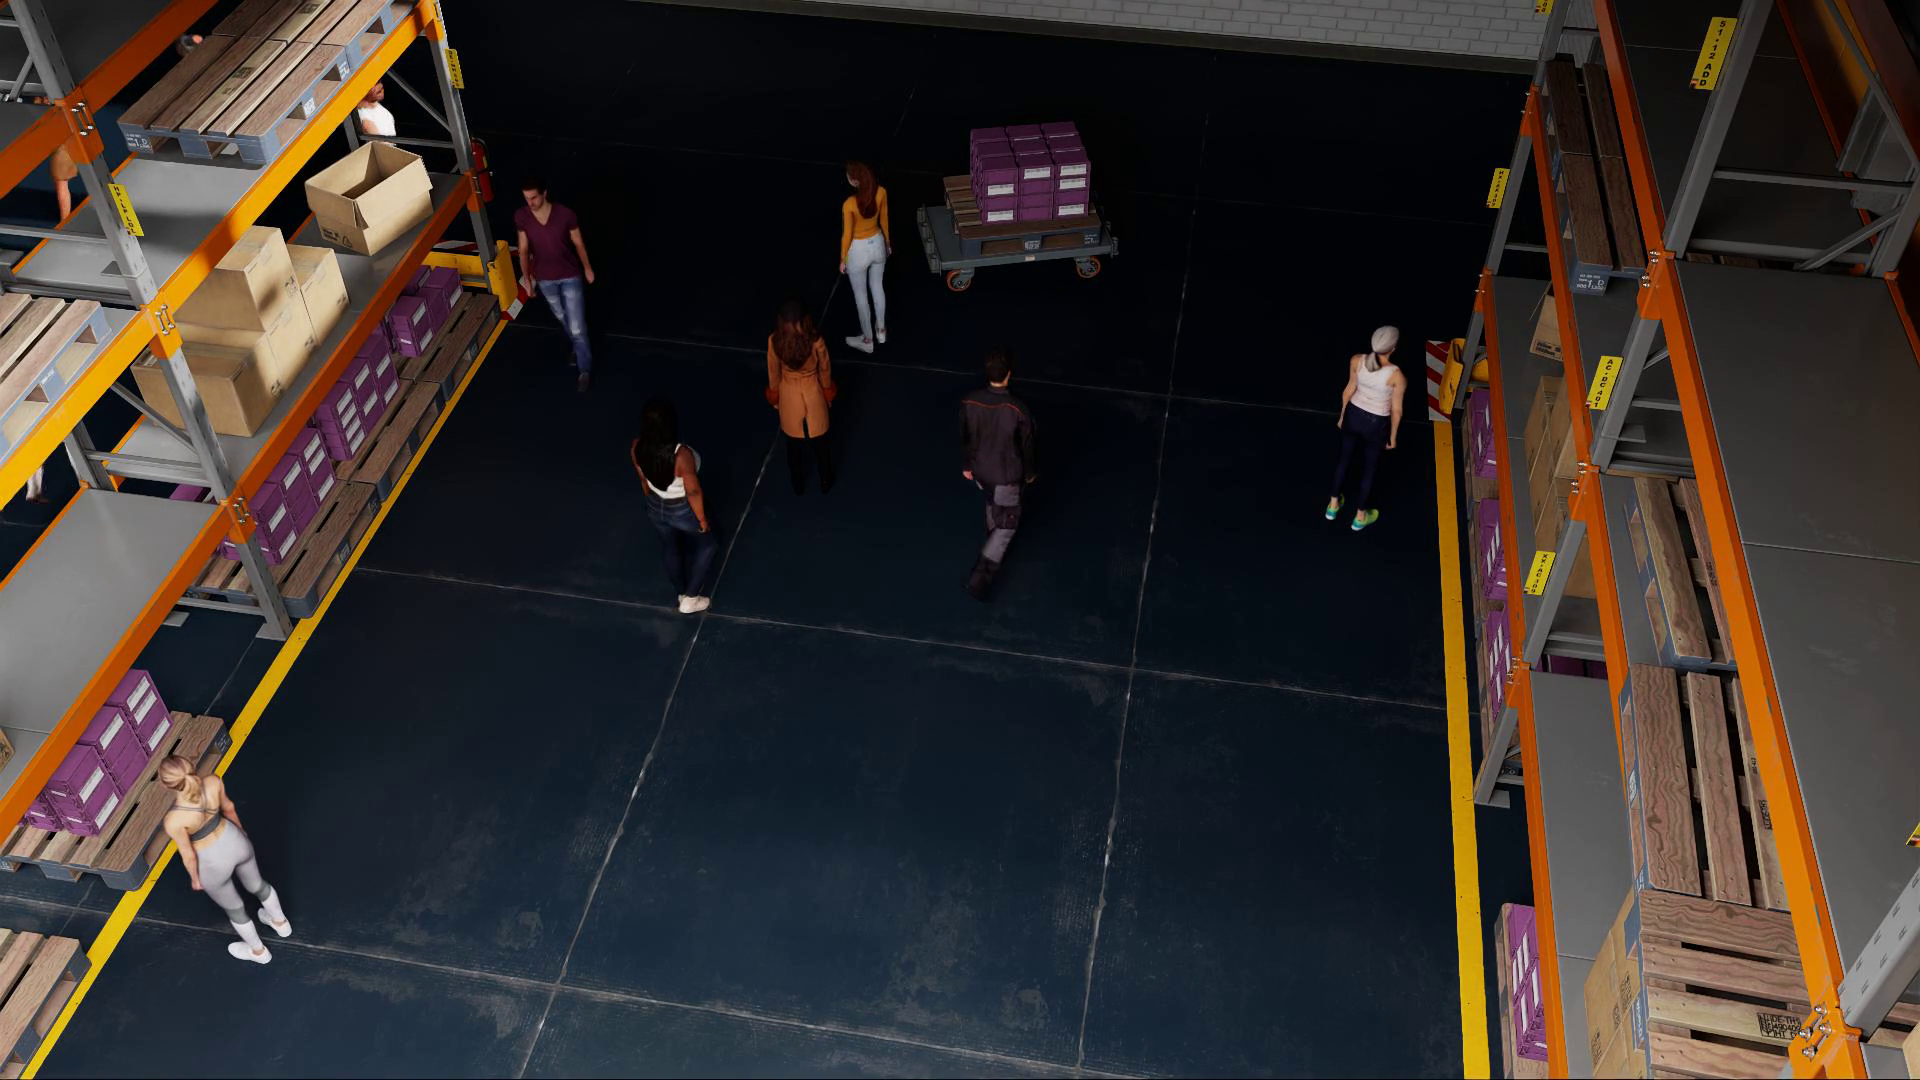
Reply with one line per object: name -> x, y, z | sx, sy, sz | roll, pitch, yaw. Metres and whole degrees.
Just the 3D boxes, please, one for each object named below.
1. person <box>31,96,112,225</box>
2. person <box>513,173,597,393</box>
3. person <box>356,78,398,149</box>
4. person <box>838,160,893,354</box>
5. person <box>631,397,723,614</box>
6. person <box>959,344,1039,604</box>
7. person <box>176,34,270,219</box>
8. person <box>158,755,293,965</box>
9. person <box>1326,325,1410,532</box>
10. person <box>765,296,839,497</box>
person -> -7.799, -3.486, 14.653 | 1.126, 1.649, 1.014 | -31, 52, -28
person -> -3.142, -2.152, 13.129 | 0.687, 1.820, 0.897 | 3, 44, 4
person -> -5.106, -3.285, 14.435 | 0.972, 1.659, 0.975 | -13, 45, -13
person -> -0.744, -2.296, 13.341 | 0.705, 1.736, 0.767 | -21, 47, -20
person -> -1.919, -0.150, 11.043 | 0.735, 1.799, 0.750 | 17, 46, 17
person -> 0.229, -0.427, 11.252 | 0.956, 1.911, 1.246 | 22, 48, 21
person -> -6.526, -3.545, 14.544 | 0.795, 1.886, 0.624 | -3, 44, -3
person -> -4.051, 1.739, 9.129 | 0.673, 1.704, 0.561 | 17, 46, 17
person -> 2.878, -0.807, 11.803 | 0.688, 1.701, 0.687 | 28, 50, 26
person -> -1.137, -1.024, 12.012 | 0.718, 1.727, 0.642 | 1, 44, 1
